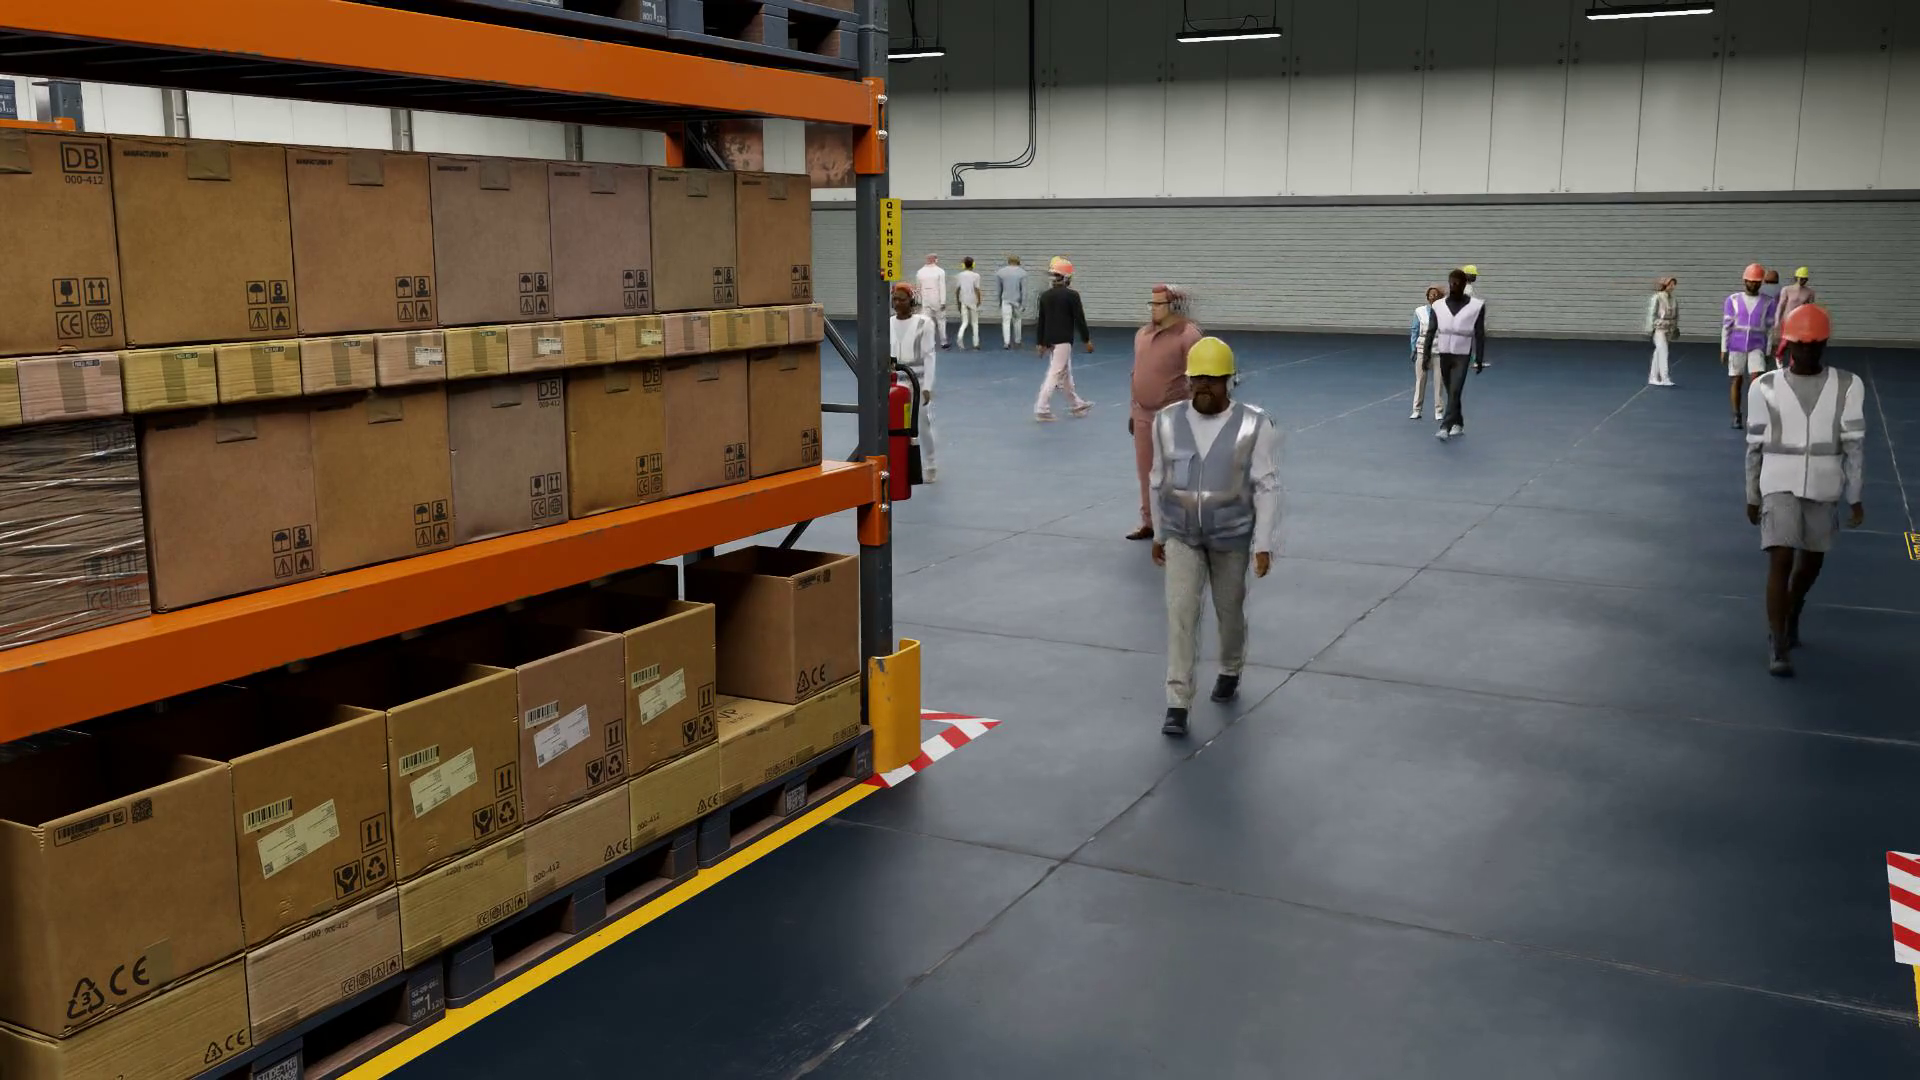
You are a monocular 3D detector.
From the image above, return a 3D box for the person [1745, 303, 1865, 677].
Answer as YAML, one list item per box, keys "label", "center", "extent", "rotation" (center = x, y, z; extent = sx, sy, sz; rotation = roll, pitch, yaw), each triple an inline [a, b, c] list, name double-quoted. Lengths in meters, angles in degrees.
- label: "person"
  center: [4.402, -0.290, 8.725]
  extent: [0.558, 1.908, 0.917]
  rotation: [3, 11, 18]

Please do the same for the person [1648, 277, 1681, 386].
- label: "person"
  center: [10.515, -3.075, 24.640]
  extent: [0.540, 1.614, 0.674]
  rotation: [-6, 12, -29]

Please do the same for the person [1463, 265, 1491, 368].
- label: "person"
  center: [8.607, -3.780, 28.186]
  extent: [0.671, 1.741, 0.544]
  rotation: [0, 10, -1]

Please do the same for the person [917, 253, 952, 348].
- label: "person"
  center: [-0.486, -4.715, 32.877]
  extent: [0.662, 1.877, 0.796]
  rotation: [5, 12, 27]

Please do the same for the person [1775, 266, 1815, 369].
- label: "person"
  center: [13.469, -3.545, 26.861]
  extent: [0.561, 1.740, 0.559]
  rotation: [2, 11, 8]

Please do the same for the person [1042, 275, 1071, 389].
- label: "person"
  center: [1.448, -3.108, 24.438]
  extent: [0.322, 1.769, 0.523]
  rotation: [-9, 14, -41]

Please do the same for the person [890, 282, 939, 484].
- label: "person"
  center: [-0.455, -1.362, 14.766]
  extent: [0.592, 1.840, 1.006]
  rotation: [4, 11, 21]

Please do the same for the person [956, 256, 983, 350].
- label: "person"
  center: [0.160, -4.598, 32.410]
  extent: [0.546, 1.840, 0.698]
  rotation: [4, 11, 22]

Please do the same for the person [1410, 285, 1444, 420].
- label: "person"
  center: [5.756, -2.284, 20.293]
  extent: [0.513, 1.641, 0.307]
  rotation: [4, 11, 22]

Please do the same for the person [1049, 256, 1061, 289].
- label: "person"
  center: [2.167, -5.306, 36.390]
  extent: [0.440, 1.782, 0.729]
  rotation: [1, 10, 7]

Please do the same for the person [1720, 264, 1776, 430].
- label: "person"
  center: [9.021, -2.193, 19.073]
  extent: [0.550, 1.911, 0.786]
  rotation: [5, 12, 25]

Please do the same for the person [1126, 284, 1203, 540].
- label: "person"
  center: [1.537, -0.946, 12.319]
  extent: [0.616, 1.889, 0.649]
  rotation: [-8, 13, -38]

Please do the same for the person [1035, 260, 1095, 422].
- label: "person"
  center: [1.277, -2.421, 20.221]
  extent: [1.038, 1.934, 0.607]
  rotation: [-7, 13, -35]

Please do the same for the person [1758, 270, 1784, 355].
- label: "person"
  center: [15.012, -4.204, 30.867]
  extent: [0.504, 1.606, 0.800]
  rotation: [10, 14, 42]

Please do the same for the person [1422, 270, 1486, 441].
- label: "person"
  center: [5.448, -2.043, 18.370]
  extent: [0.610, 1.863, 1.029]
  rotation: [7, 13, 34]

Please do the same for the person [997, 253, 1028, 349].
- label: "person"
  center: [1.035, -4.718, 32.908]
  extent: [0.632, 1.893, 1.005]
  rotation: [2, 10, 8]

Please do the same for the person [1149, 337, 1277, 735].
- label: "person"
  center: [1.170, -0.052, 7.729]
  extent: [0.609, 1.789, 0.921]
  rotation: [4, 11, 19]
